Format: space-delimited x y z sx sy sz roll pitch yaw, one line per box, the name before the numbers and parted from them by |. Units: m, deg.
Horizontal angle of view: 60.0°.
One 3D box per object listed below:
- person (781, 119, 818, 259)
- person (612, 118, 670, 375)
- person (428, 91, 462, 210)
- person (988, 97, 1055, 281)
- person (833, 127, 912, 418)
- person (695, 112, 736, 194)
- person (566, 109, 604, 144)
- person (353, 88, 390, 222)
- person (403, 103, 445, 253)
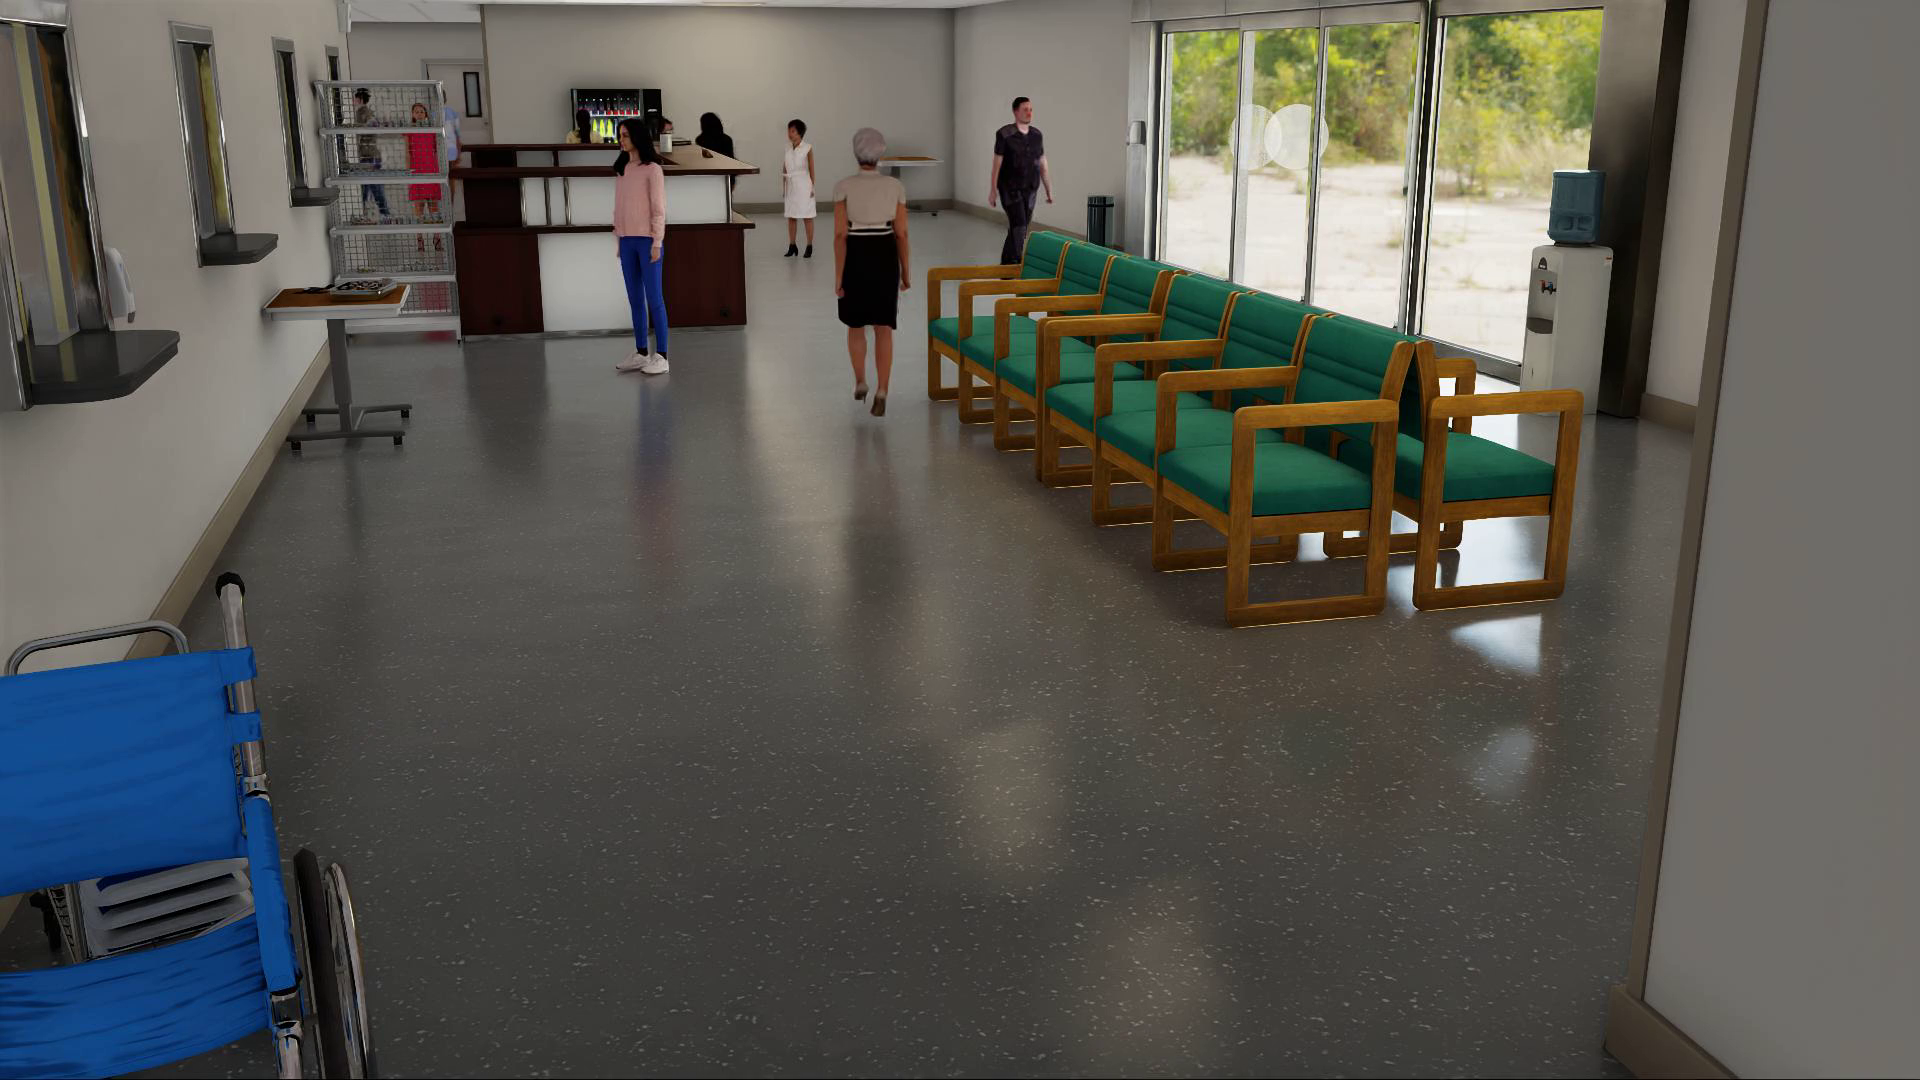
person | -1.843 -4.024 19.049 0.625 1.552 0.703 7 17 22
person | -2.234 -2.063 11.696 0.731 1.768 0.741 13 21 40
person | -7.656 -5.737 24.713 1.199 1.776 0.924 -8 17 -25
person | 0.512 -3.339 16.146 1.158 1.810 1.056 -11 19 -34
person | -0.526 -1.558 10.012 1.040 1.710 0.755 -3 16 -10
person | -2.916 -4.262 19.849 0.950 1.578 0.858 -7 17 -25
person | -4.626 -4.495 20.578 0.498 1.631 0.698 -3 16 -10
person | -7.887 -5.129 22.431 1.043 1.844 0.861 0 16 -1
person | -6.367 -4.319 19.771 0.531 1.729 0.667 -7 17 -25
